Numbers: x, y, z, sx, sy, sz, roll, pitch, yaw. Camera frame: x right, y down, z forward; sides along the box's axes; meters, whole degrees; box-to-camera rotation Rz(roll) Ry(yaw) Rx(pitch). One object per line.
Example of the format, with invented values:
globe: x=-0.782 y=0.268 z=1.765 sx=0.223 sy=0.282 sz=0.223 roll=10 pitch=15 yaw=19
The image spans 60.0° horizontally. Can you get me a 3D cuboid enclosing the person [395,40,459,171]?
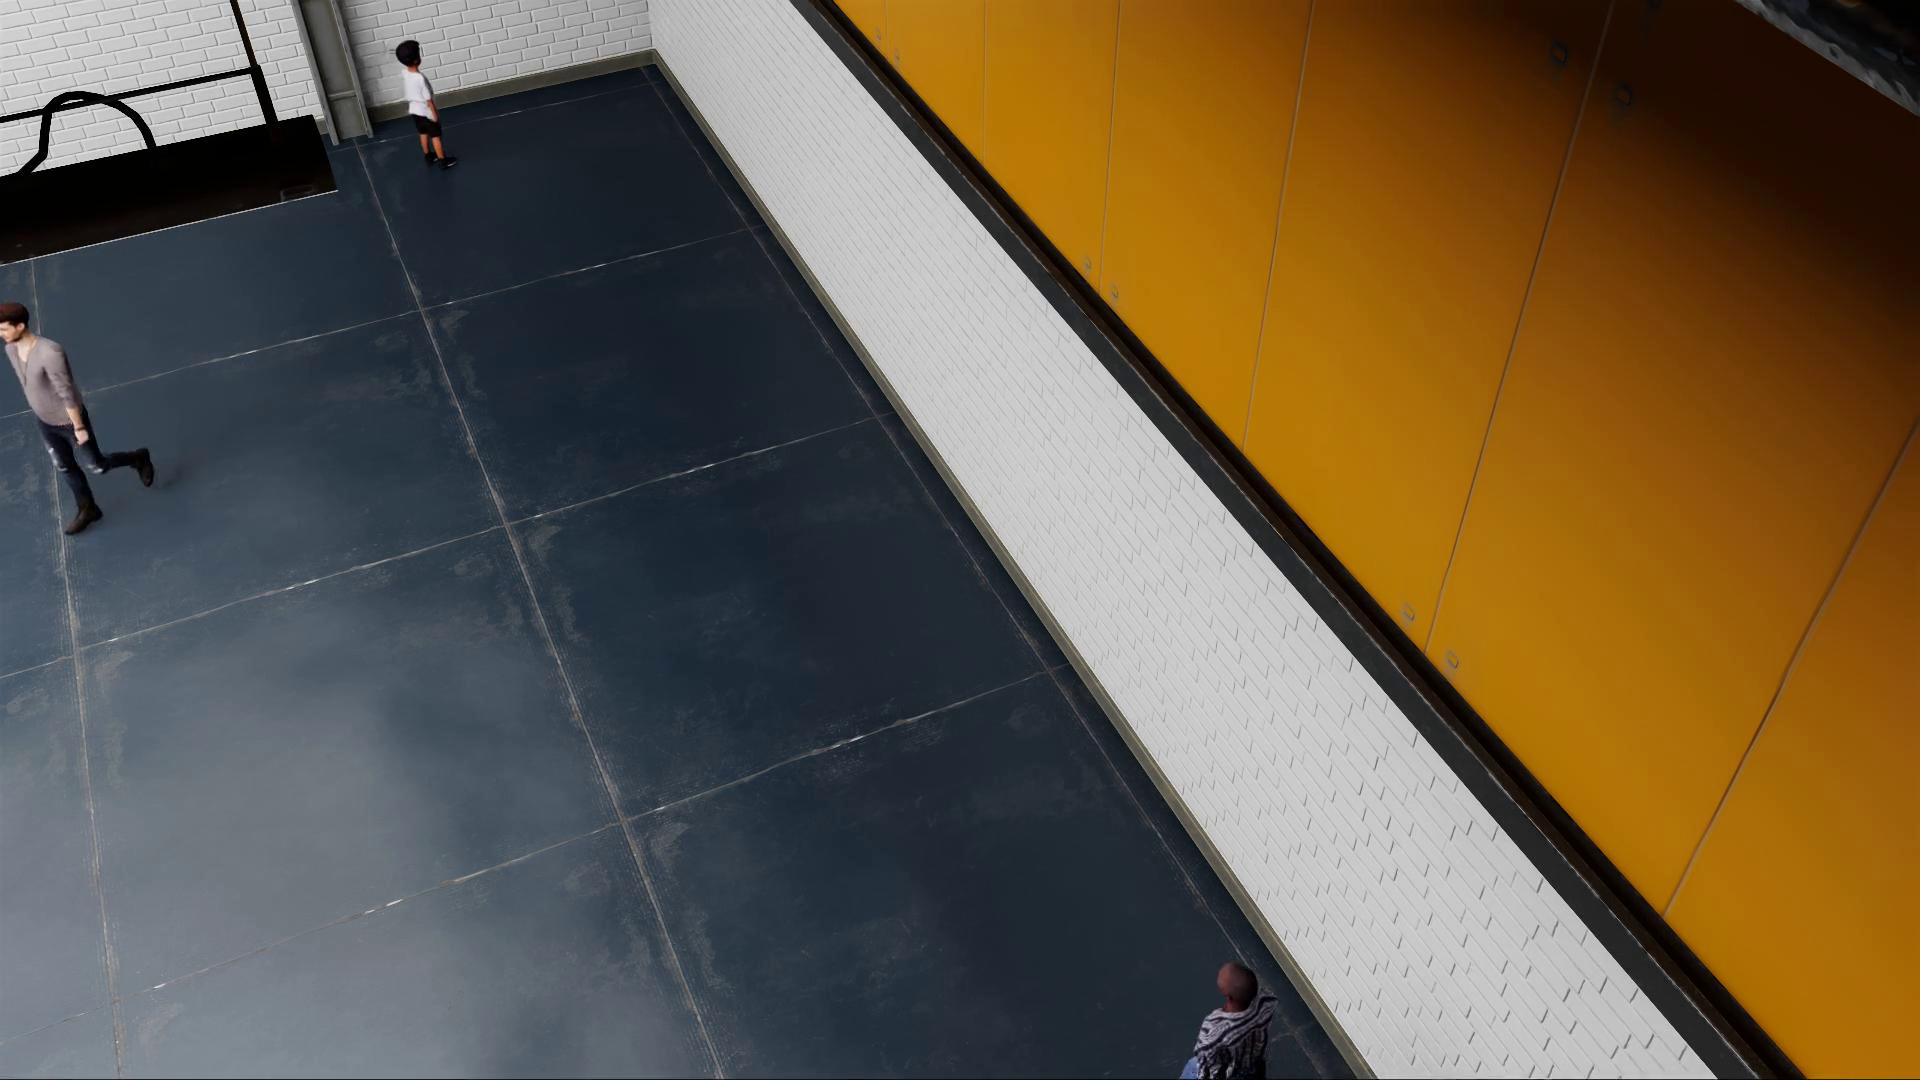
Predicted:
person: x=-5.073 y=-4.076 z=15.628 sx=0.588 sy=1.253 sz=0.625 roll=28 pitch=50 yaw=26

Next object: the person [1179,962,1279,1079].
person: x=1.394 y=2.693 z=8.164 sx=1.102 sy=1.747 sz=0.783 roll=-24 pitch=49 yaw=-23

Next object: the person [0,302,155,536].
person: x=-6.329 y=-0.917 z=11.852 sx=1.068 sy=1.887 sz=1.155 roll=18 pitch=46 yaw=18
